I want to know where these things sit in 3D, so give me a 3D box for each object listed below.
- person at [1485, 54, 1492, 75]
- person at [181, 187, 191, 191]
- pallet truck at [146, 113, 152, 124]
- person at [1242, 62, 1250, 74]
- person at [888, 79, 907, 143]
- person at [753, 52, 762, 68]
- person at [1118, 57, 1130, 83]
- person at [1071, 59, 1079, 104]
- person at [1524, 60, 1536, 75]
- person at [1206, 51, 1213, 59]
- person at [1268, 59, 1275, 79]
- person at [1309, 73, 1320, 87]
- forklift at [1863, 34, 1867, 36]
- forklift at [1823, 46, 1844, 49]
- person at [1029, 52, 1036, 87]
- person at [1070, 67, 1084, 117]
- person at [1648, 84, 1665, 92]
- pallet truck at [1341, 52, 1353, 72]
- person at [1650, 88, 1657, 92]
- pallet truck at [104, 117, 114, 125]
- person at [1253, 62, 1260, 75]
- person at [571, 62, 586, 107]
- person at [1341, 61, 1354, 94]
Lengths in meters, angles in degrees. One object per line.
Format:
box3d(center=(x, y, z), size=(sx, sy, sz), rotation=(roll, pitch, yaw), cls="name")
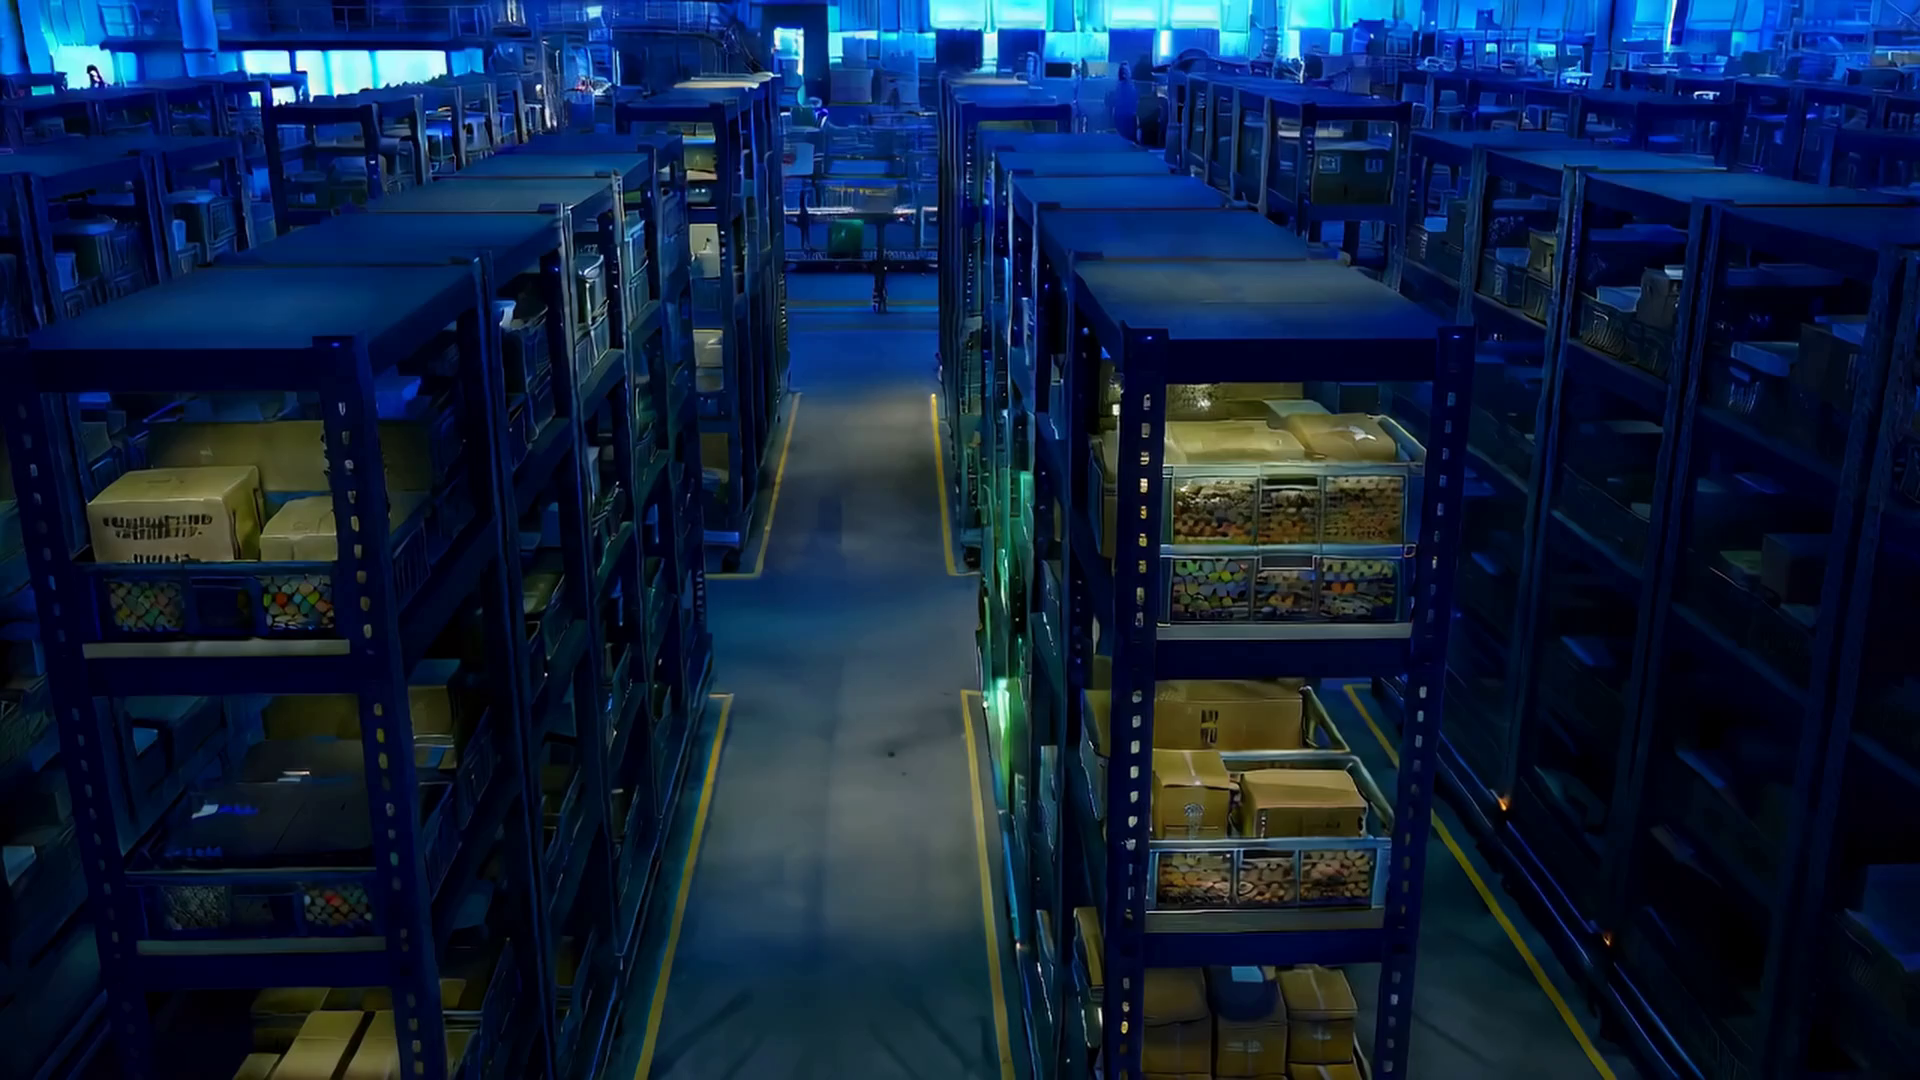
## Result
box3d(center=(25.812, -22.738, 81.175), size=(0.542, 1.911, 0.607), rotation=(2, 18, 7), cls="person")
box3d(center=(-16.853, -8.118, 36.029), size=(0.649, 1.870, 0.972), rotation=(2, 18, 5), cls="person")
box3d(center=(-18.087, -8.309, 36.390), size=(1.885, 1.965, 0.823), rotation=(-1, 18, -4), cls="pallet truck")
box3d(center=(12.916, -20.811, 75.526), size=(0.505, 1.710, 0.816), rotation=(2, 18, 6), cls="person")
box3d(center=(-2.127, -13.643, 52.910), size=(1.038, 1.989, 0.635), rotation=(1, 18, 3), cls="person")
box3d(center=(-10.774, -25.236, 89.092), size=(0.952, 1.790, 0.661), rotation=(-15, 23, -38), cls="person")
box3d(center=(7.432, -20.912, 75.486), size=(0.636, 1.936, 0.354), rotation=(-11, 21, -30), cls="person")
box3d(center=(5.062, -20.220, 73.336), size=(0.347, 1.941, 0.550), rotation=(0, 18, -2), cls="person")
box3d(center=(25.329, -20.392, 74.025), size=(0.513, 1.845, 0.340), rotation=(4, 18, 13), cls="person")
box3d(center=(13.160, -24.766, 87.566), size=(0.429, 1.844, 0.627), rotation=(-8, 20, -23), cls="person")
box3d(center=(15.060, -22.402, 80.500), size=(0.321, 1.693, 0.534), rotation=(14, 22, 36), cls="person")
box3d(center=(12.304, -15.375, 58.333), size=(0.989, 1.959, 0.637), rotation=(11, 21, 30), cls="person")
box3d(center=(46.742, -24.865, 86.208), size=(1.873, 2.768, 1.129), rotation=(10, 20, 27), cls="forklift")
box3d(center=(31.367, -16.326, 59.785), size=(1.129, 2.768, 1.873), rotation=(-1, 18, -2), cls="forklift")
box3d(center=(3.626, -23.506, 83.495), size=(0.404, 1.948, 0.605), rotation=(-5, 19, -15), cls="person")
box3d(center=(4.427, -17.367, 64.584), size=(0.937, 1.893, 0.561), rotation=(-6, 19, -17), cls="person")
box3d(center=(25.051, -15.911, 59.843), size=(0.689, 2.000, 0.536), rotation=(14, 22, 36), cls="person")
box3d(center=(18.794, -23.123, 82.231), size=(0.823, 1.965, 1.885), rotation=(-13, 22, -35), cls="pallet truck")
box3d(center=(21.580, -13.201, 51.917), size=(0.348, 1.759, 0.526), rotation=(-17, 24, -41), cls="person")
box3d(center=(-18.367, -7.885, 35.078), size=(1.885, 1.965, 0.823), rotation=(1, 18, 2), cls="pallet truck")
box3d(center=(12.389, -18.999, 69.596), size=(0.372, 1.917, 0.596), rotation=(6, 19, 19), cls="person")
box3d(center=(-16.328, -19.490, 71.173), size=(0.574, 1.881, 0.357), rotation=(-4, 18, -12), cls="person")
box3d(center=(17.252, -20.303, 73.818), size=(1.003, 1.800, 0.554), rotation=(13, 22, 34), cls="person")
